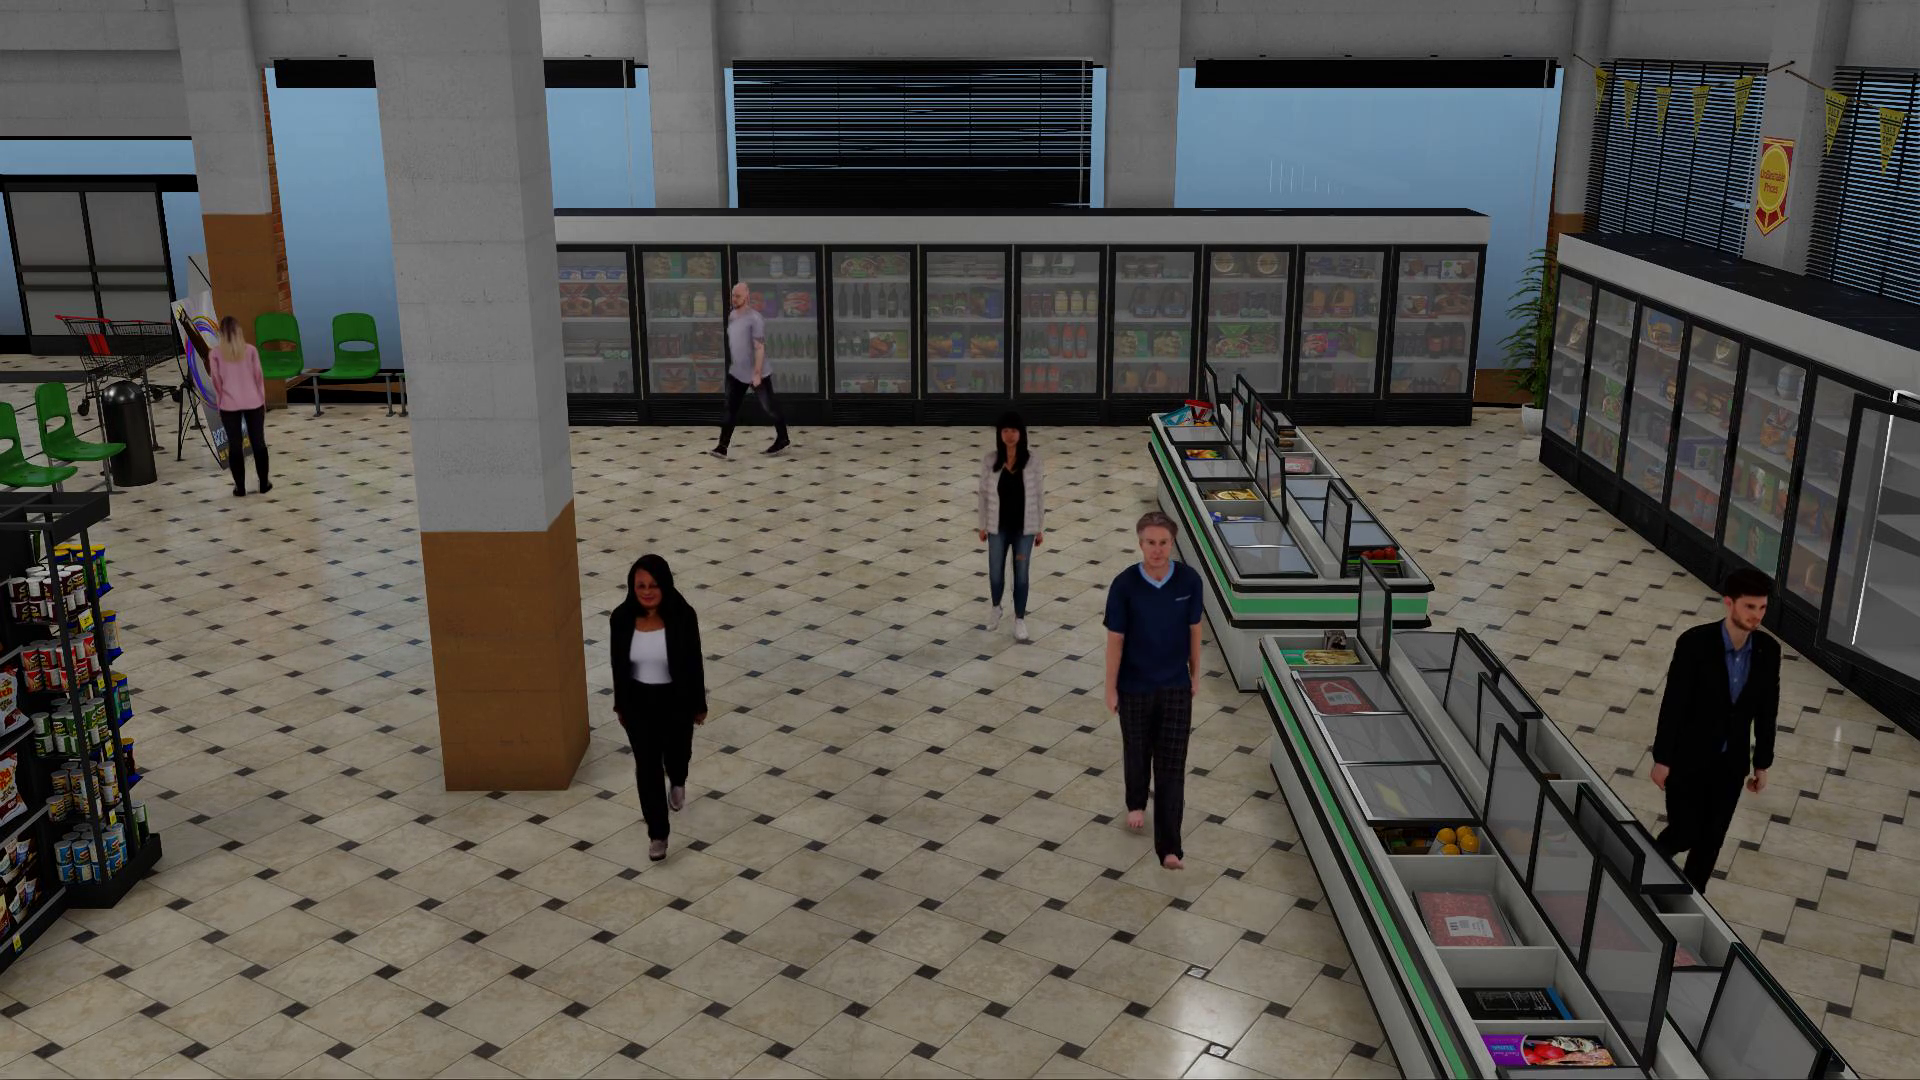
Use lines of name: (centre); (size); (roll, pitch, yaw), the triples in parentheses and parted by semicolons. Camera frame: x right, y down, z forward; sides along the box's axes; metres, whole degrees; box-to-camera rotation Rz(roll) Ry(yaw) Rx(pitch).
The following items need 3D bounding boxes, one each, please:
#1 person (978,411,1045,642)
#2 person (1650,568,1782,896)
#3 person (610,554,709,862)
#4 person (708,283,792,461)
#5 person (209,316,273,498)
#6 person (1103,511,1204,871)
person: (0.367, -0.129, 11.890); (0.631, 1.643, 0.678); (1, 17, 3)
person: (3.477, 0.982, 7.839); (0.701, 1.871, 0.766); (0, 17, 0)
person: (-1.579, 0.834, 8.813); (0.745, 1.588, 1.095); (-3, 17, -8)
person: (-2.051, -1.695, 16.800); (1.293, 1.787, 1.195); (-15, 23, -41)
person: (-6.711, -1.255, 15.525); (0.677, 1.686, 0.675); (-7, 18, -22)
person: (0.993, 0.745, 8.713); (0.674, 1.817, 1.145); (0, 17, 0)
